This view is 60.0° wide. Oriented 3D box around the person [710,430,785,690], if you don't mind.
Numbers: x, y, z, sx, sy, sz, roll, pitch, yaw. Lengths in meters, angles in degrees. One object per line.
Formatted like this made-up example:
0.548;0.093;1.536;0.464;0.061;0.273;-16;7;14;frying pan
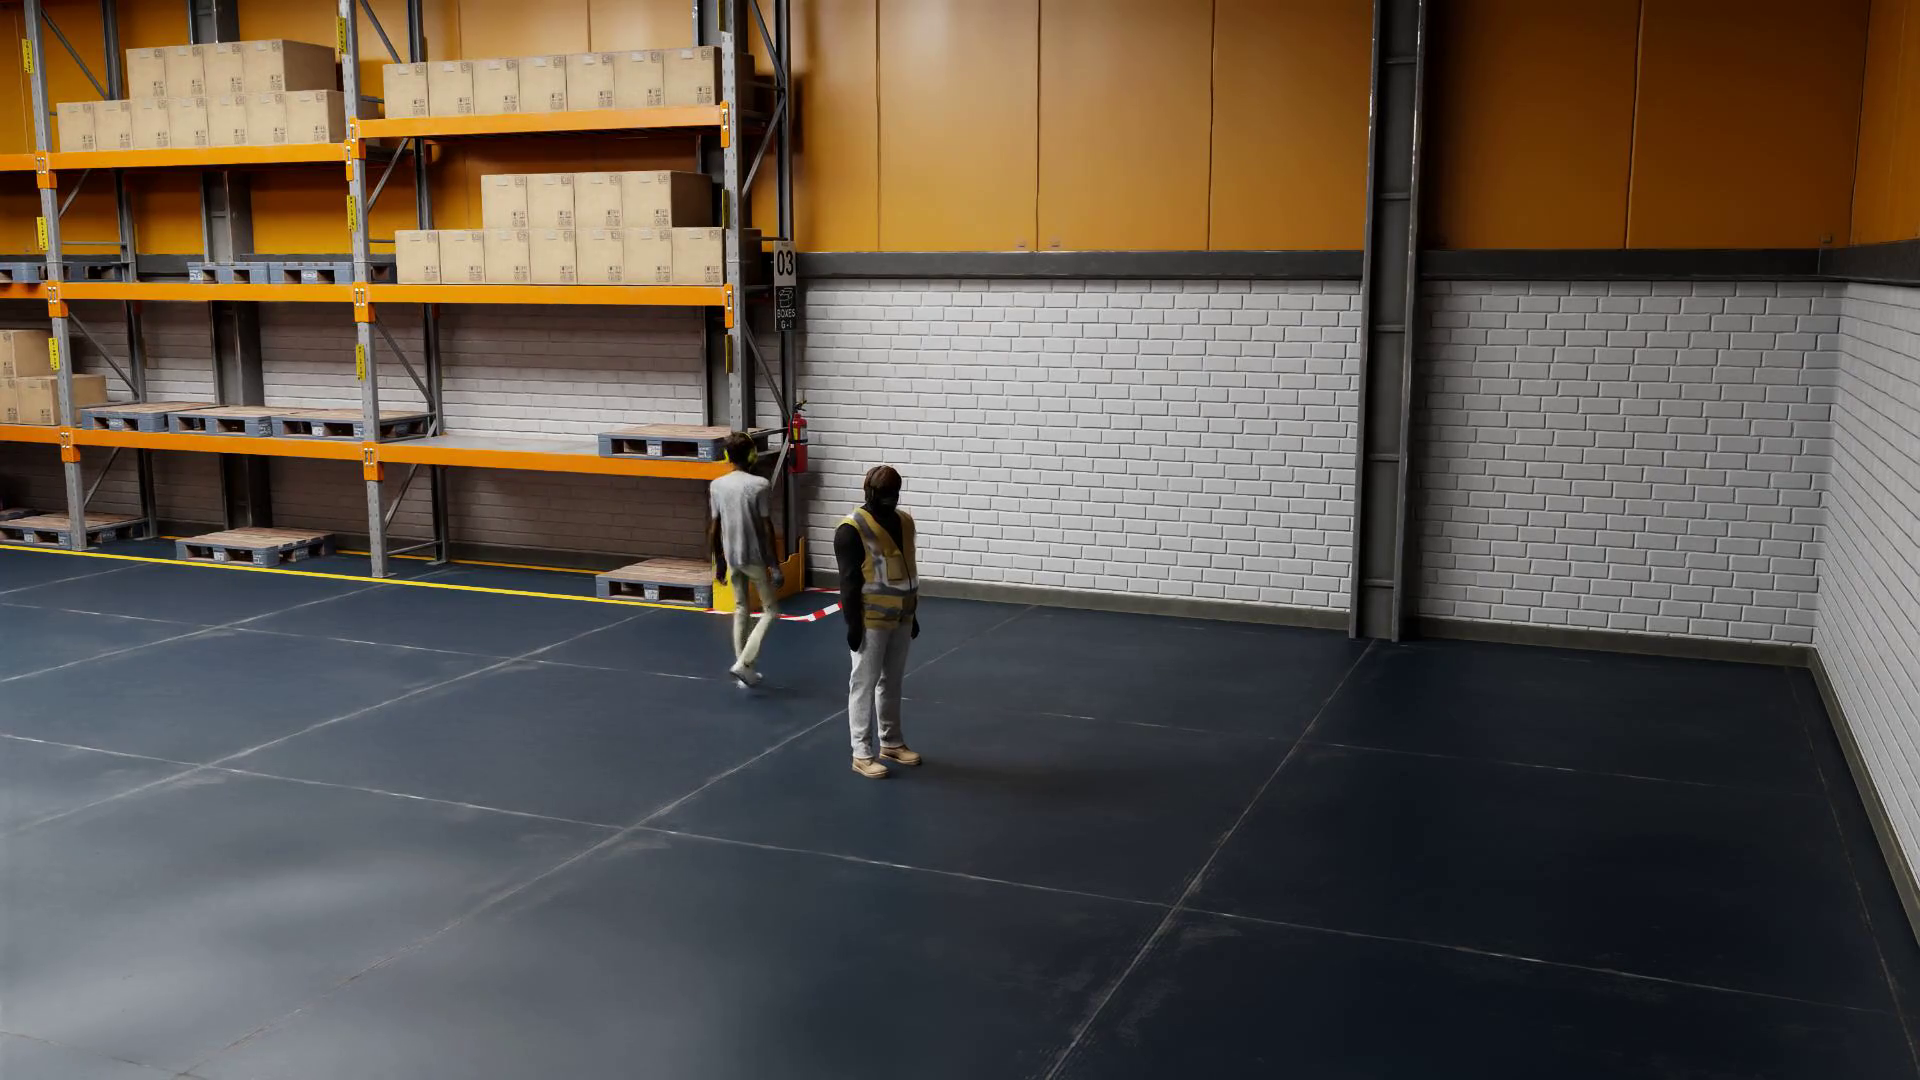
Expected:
-1.503;0.160;11.729;0.588;1.855;0.539;5;10;26;person

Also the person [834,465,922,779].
-0.457;0.472;9.891;0.429;1.842;0.626;7;12;36;person
